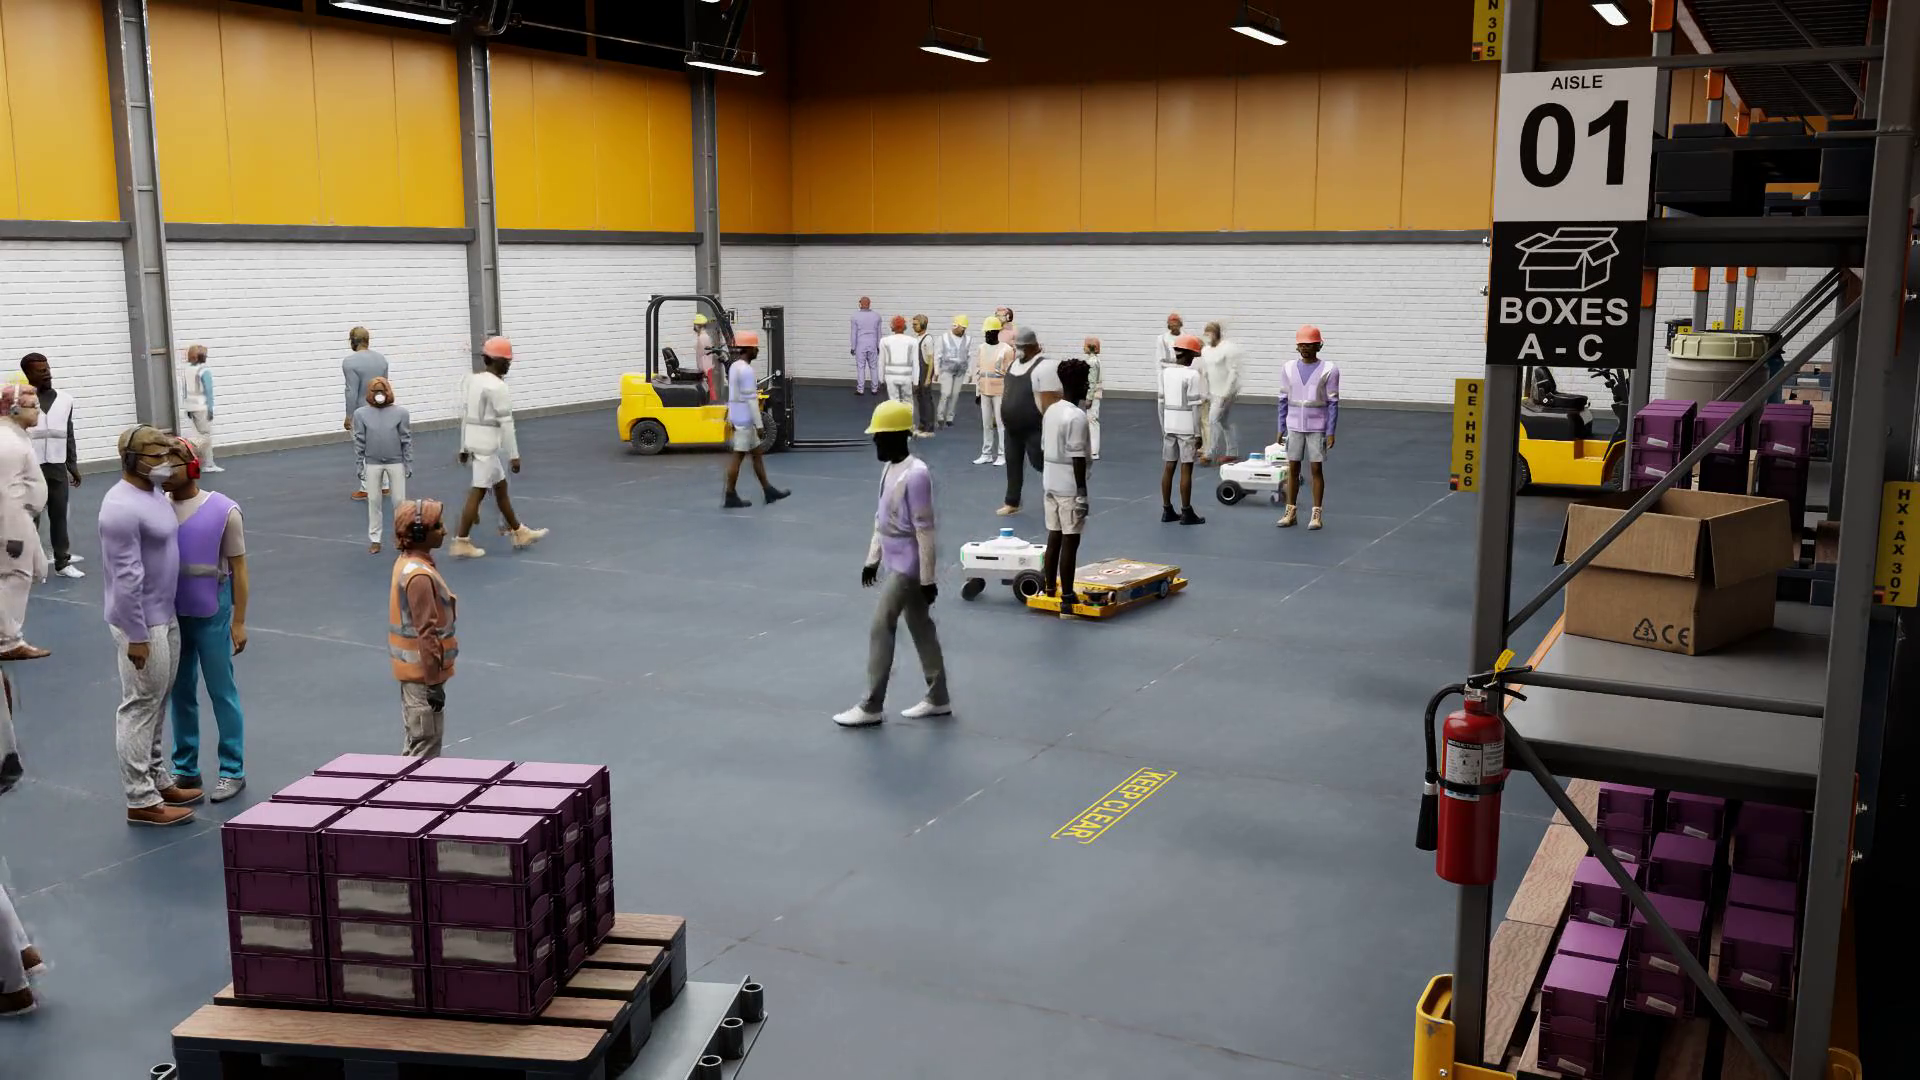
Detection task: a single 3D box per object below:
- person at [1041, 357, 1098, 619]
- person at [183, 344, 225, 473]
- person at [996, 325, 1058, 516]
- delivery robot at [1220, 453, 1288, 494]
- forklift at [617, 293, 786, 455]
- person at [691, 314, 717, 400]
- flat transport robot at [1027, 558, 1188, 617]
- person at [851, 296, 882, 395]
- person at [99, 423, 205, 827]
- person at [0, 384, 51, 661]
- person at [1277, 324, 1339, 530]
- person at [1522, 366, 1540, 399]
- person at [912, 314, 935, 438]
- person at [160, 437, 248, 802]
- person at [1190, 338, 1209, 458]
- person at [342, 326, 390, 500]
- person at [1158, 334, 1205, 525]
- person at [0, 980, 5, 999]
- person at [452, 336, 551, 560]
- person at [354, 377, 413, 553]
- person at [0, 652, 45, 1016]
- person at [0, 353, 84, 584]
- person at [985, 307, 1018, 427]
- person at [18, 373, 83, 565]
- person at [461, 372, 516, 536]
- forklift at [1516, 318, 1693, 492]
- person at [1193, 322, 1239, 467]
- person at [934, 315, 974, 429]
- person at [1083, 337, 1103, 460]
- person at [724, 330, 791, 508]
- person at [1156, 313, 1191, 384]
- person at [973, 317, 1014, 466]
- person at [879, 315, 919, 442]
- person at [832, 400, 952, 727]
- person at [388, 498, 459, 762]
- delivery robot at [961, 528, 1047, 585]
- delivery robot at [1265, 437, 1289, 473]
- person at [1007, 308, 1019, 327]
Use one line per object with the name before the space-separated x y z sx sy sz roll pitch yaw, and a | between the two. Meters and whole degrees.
person | 0.816 -0.394 12.572 0.370 1.966 0.608 -4 10 -20
person | -9.468 -1.606 20.607 0.522 1.622 0.634 7 12 34
person | 0.784 -1.280 17.487 0.818 2.000 0.695 -9 13 -42
delivery robot | 3.221 -0.709 18.204 0.707 0.478 0.477 4 11 20
forklift | -3.588 -2.317 23.042 2.313 2.155 1.214 -1 10 -5
person | -4.286 -2.805 27.158 0.728 1.734 0.542 0 10 1
flat transport robot | 1.184 0.356 13.129 0.652 0.197 1.431 7 12 34
person | -1.826 -3.746 32.152 0.643 1.908 0.411 -4 11 -24
person | -3.920 0.405 8.033 0.362 1.936 0.631 -2 10 -12
person | -6.376 -0.111 11.196 0.464 1.878 0.670 -6 11 -31
person | 3.446 -1.122 16.564 0.613 2.043 0.374 5 11 29
person | 6.862 -1.681 20.451 0.426 1.813 0.587 -3 10 -15
person | -0.555 -2.437 24.754 0.328 1.842 0.516 -4 11 -24
person | -3.844 0.393 8.364 0.575 1.843 0.374 2 10 10
person | 3.211 -1.905 22.342 0.355 1.621 0.563 5 11 29
person | -6.620 -1.411 18.540 0.355 1.936 0.636 4 11 22
person | 2.262 -1.120 16.888 0.376 1.928 0.542 -8 13 -39
person | -3.618 0.925 5.569 0.640 1.741 0.540 -1 10 -5
person | -4.204 -0.833 15.047 1.037 1.989 0.650 -7 12 -37
person | -5.274 -0.685 15.246 0.504 1.628 0.279 -3 10 -15
person | -3.551 0.810 5.925 0.428 1.850 0.563 -1 10 -4
person | -7.690 -0.606 13.941 0.391 1.918 0.593 7 12 34
person | 0.641 -2.690 26.025 0.641 1.912 0.410 5 11 25
person | -8.041 -0.628 14.603 0.513 1.718 0.619 8 12 37
person | -4.645 -0.863 16.339 0.536 1.602 0.670 -5 11 -29
forklift | 7.066 -1.601 18.899 2.313 2.155 1.214 5 11 27
person | 3.296 -1.859 21.369 0.986 1.861 0.640 -5 11 -27
person | -0.077 -2.630 26.058 0.616 1.780 0.548 -4 11 -22
person | 1.745 -1.877 22.093 0.307 1.644 0.514 1 10 3
person | -2.186 -1.302 17.991 0.875 1.905 0.570 -4 10 -20
person | 3.194 -2.464 24.870 0.594 1.850 0.645 -2 10 -9
person | 0.426 -1.921 21.523 0.590 1.927 0.367 8 13 39
person | -0.875 -2.286 23.827 0.573 1.859 0.625 -1 10 -4
person | -0.425 0.141 9.678 0.860 1.892 0.590 -2 10 -11
person | -2.450 0.624 7.625 0.307 1.639 0.525 -4 11 -24
delivery robot | 0.369 0.149 13.239 0.707 0.478 0.477 2 10 13
delivery robot | 3.824 -0.981 19.782 0.477 0.478 0.707 1 10 6
person | 0.776 -2.932 27.623 0.429 1.843 0.627 6 11 31
